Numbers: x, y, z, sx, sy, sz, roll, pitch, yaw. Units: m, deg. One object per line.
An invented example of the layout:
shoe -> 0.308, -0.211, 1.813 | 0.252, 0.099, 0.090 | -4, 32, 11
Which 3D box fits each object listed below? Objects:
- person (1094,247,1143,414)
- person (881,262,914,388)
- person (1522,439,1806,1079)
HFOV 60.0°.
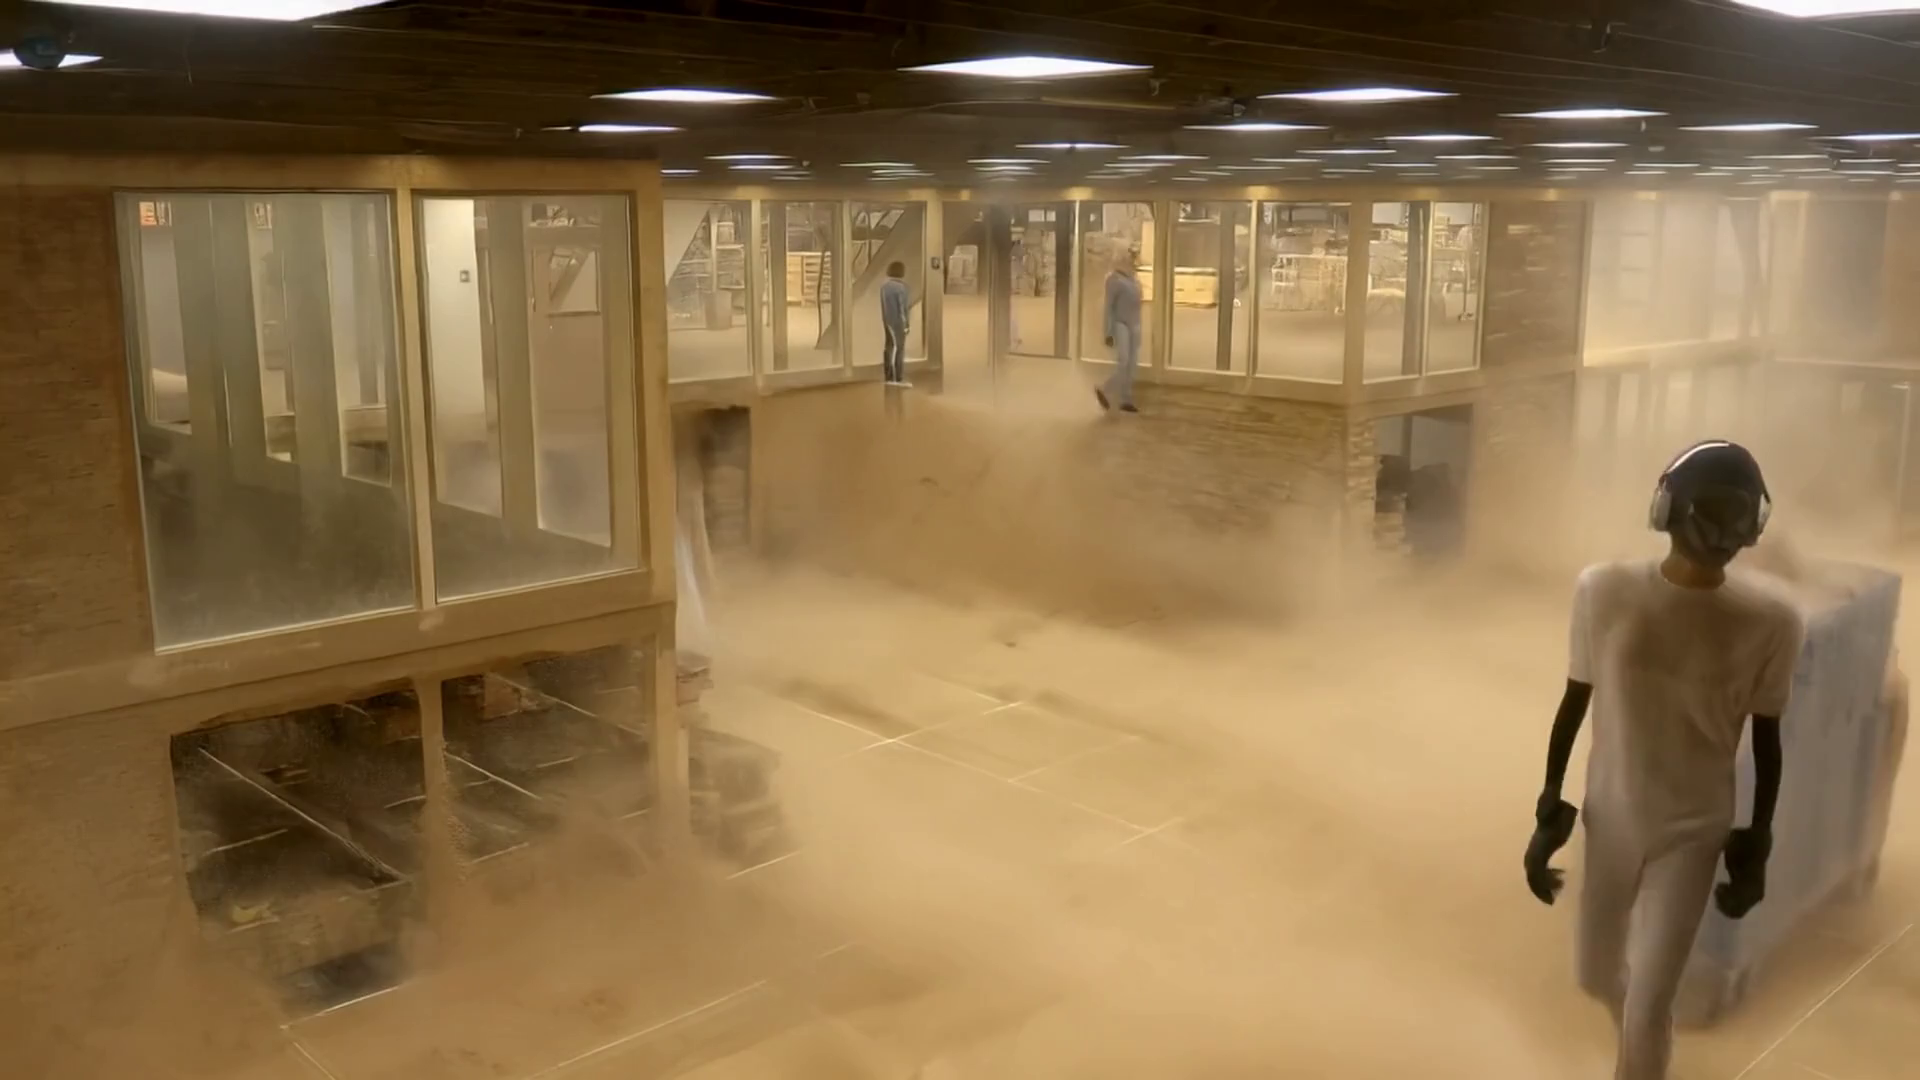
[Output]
person -> 1.856, -2.367, 18.852 | 0.463, 1.891, 0.670 | 9, 14, 38
person -> -0.830, -2.803, 21.691 | 0.283, 1.633, 0.498 | -9, 15, -39
person -> 1.629, 0.657, 3.881 | 0.534, 1.832, 0.835 | 7, 13, 32
